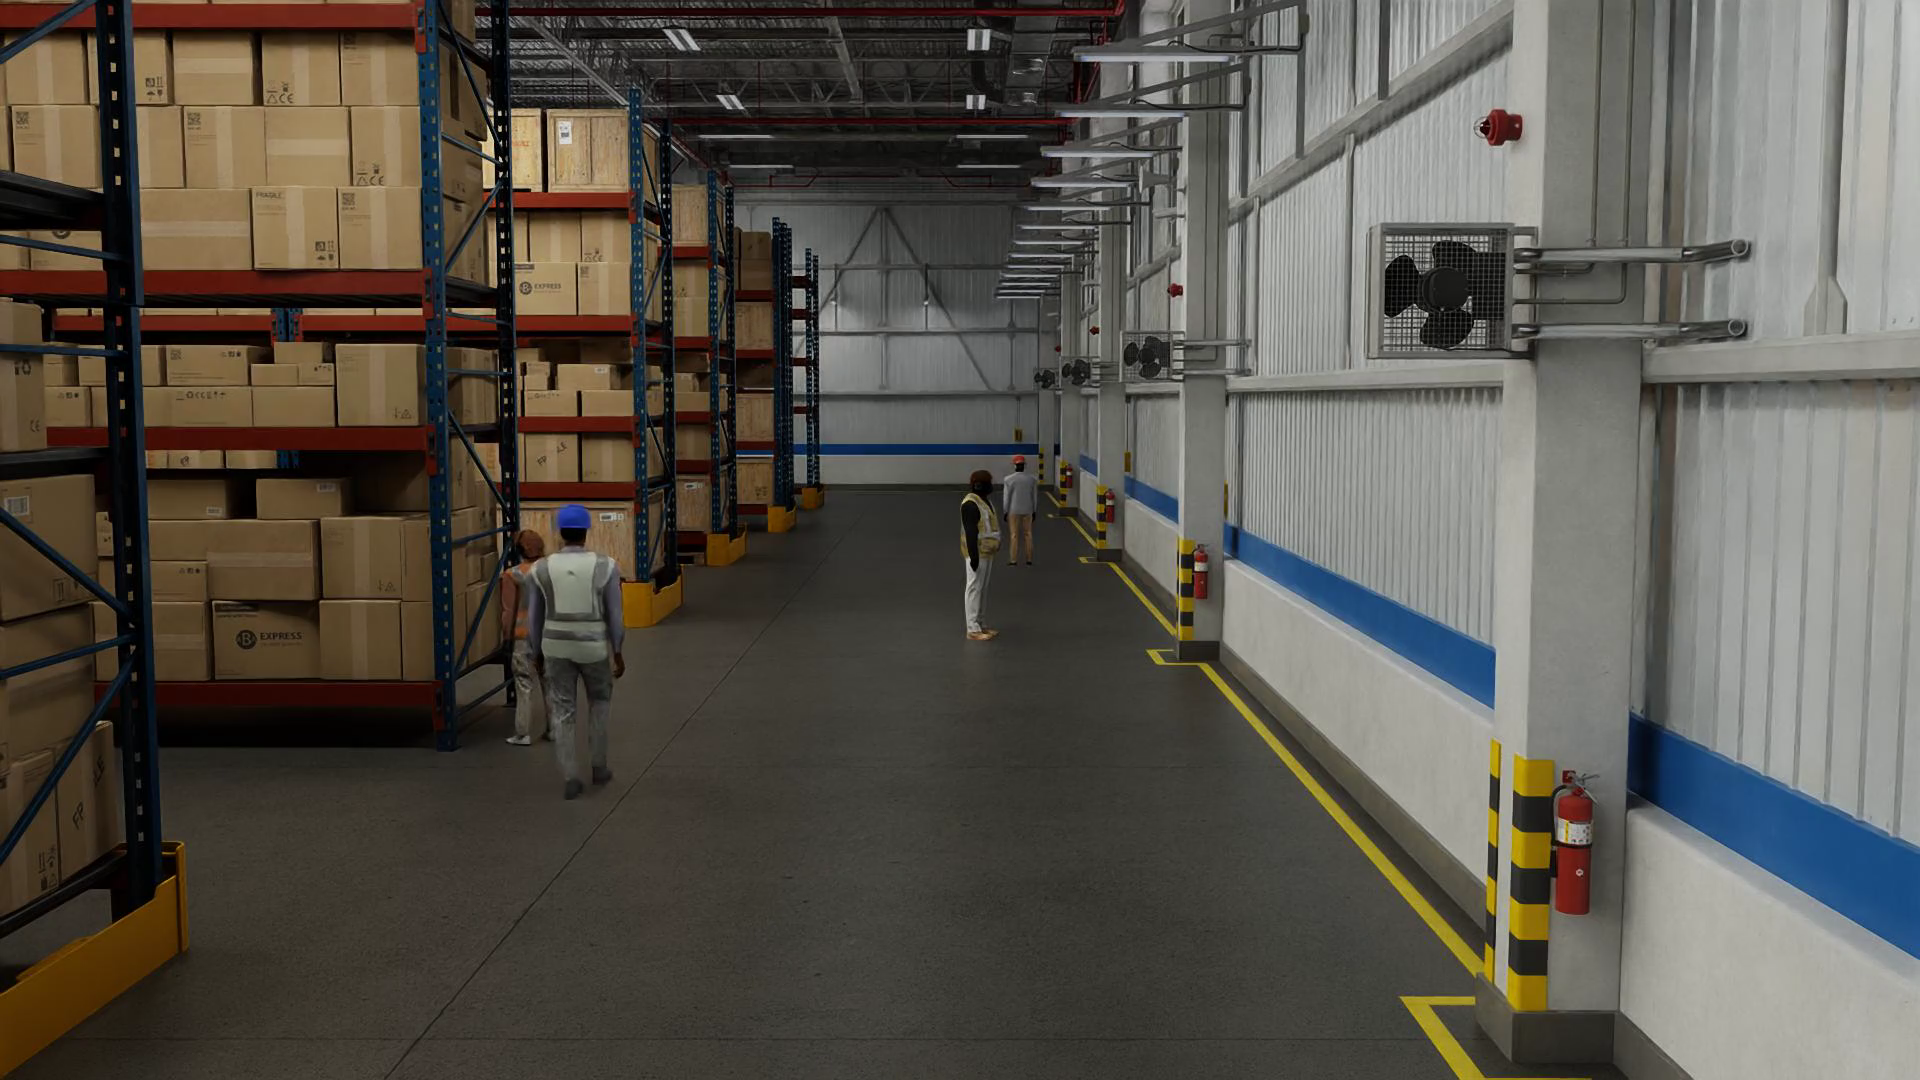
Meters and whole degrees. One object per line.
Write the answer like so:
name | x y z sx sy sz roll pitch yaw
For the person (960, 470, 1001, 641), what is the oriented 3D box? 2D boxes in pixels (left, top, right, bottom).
person | 0.230 0.162 17.996 0.429 1.846 0.622 1 5 16

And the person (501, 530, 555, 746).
person | -3.218 0.735 12.547 0.314 1.631 0.521 4 7 42

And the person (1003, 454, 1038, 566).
person | 0.929 -0.460 25.760 0.562 1.752 0.323 -1 5 -16

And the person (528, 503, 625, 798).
person | -2.539 0.712 11.093 0.645 1.920 0.760 0 5 -4
